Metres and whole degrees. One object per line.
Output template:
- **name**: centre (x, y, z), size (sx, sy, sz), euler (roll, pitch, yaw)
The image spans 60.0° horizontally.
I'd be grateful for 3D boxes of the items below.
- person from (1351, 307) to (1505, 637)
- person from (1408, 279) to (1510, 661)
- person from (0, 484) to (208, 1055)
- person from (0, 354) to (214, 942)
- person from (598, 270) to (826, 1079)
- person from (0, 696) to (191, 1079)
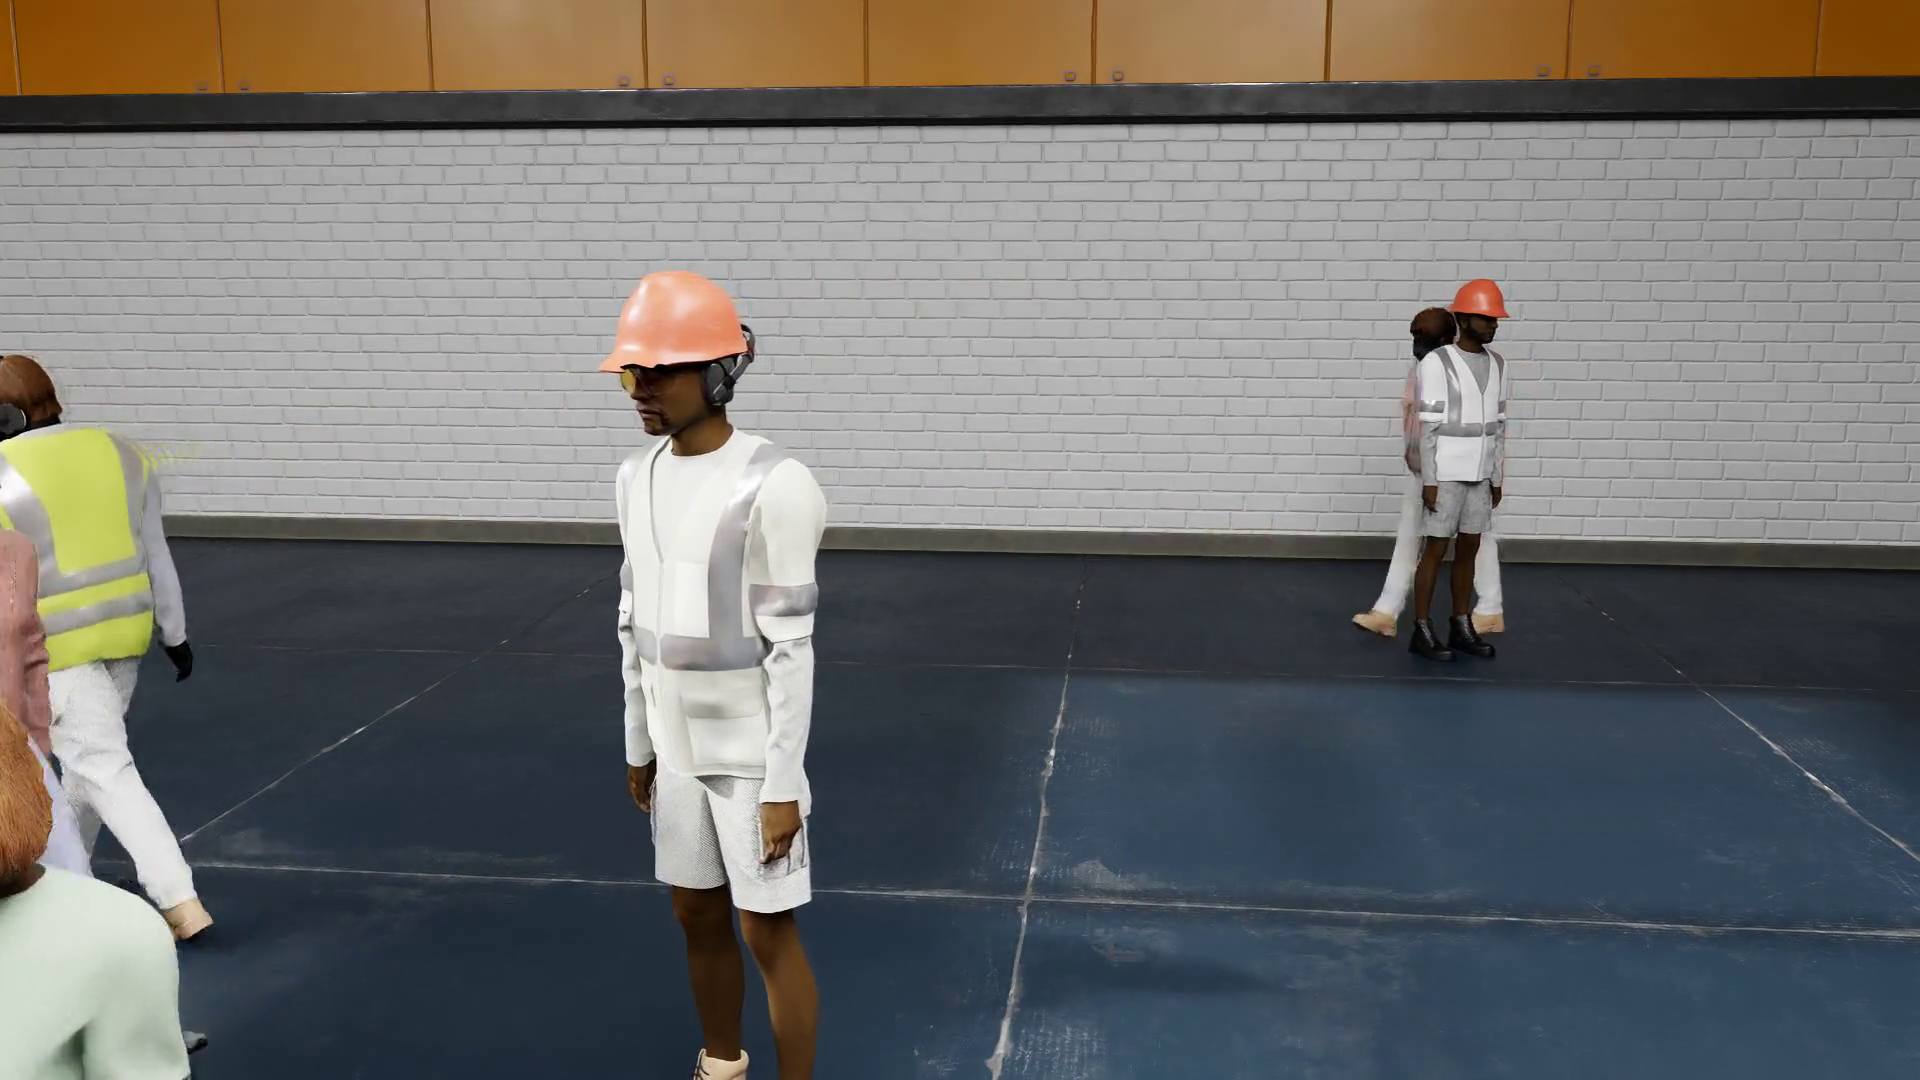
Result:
- **person**: centre (2.542, -0.341, 8.827), size (0.960, 1.771, 0.636), euler (-4, 11, -20)
- **person**: centre (2.559, -0.345, 8.424), size (0.547, 1.933, 0.380), euler (-5, 11, -27)
- **person**: centre (-2.350, 0.541, 3.986), size (0.834, 1.708, 0.545), euler (3, 10, 16)
- **person**: centre (-2.633, 0.332, 5.001), size (0.972, 1.781, 0.678), euler (5, 11, 24)
- **person**: centre (-0.552, 0.446, 3.606), size (0.601, 2.035, 0.423), euler (9, 13, 40)
- **person**: centre (-1.166, 0.924, 1.997), size (0.514, 1.621, 0.435), euler (-2, 10, -9)
